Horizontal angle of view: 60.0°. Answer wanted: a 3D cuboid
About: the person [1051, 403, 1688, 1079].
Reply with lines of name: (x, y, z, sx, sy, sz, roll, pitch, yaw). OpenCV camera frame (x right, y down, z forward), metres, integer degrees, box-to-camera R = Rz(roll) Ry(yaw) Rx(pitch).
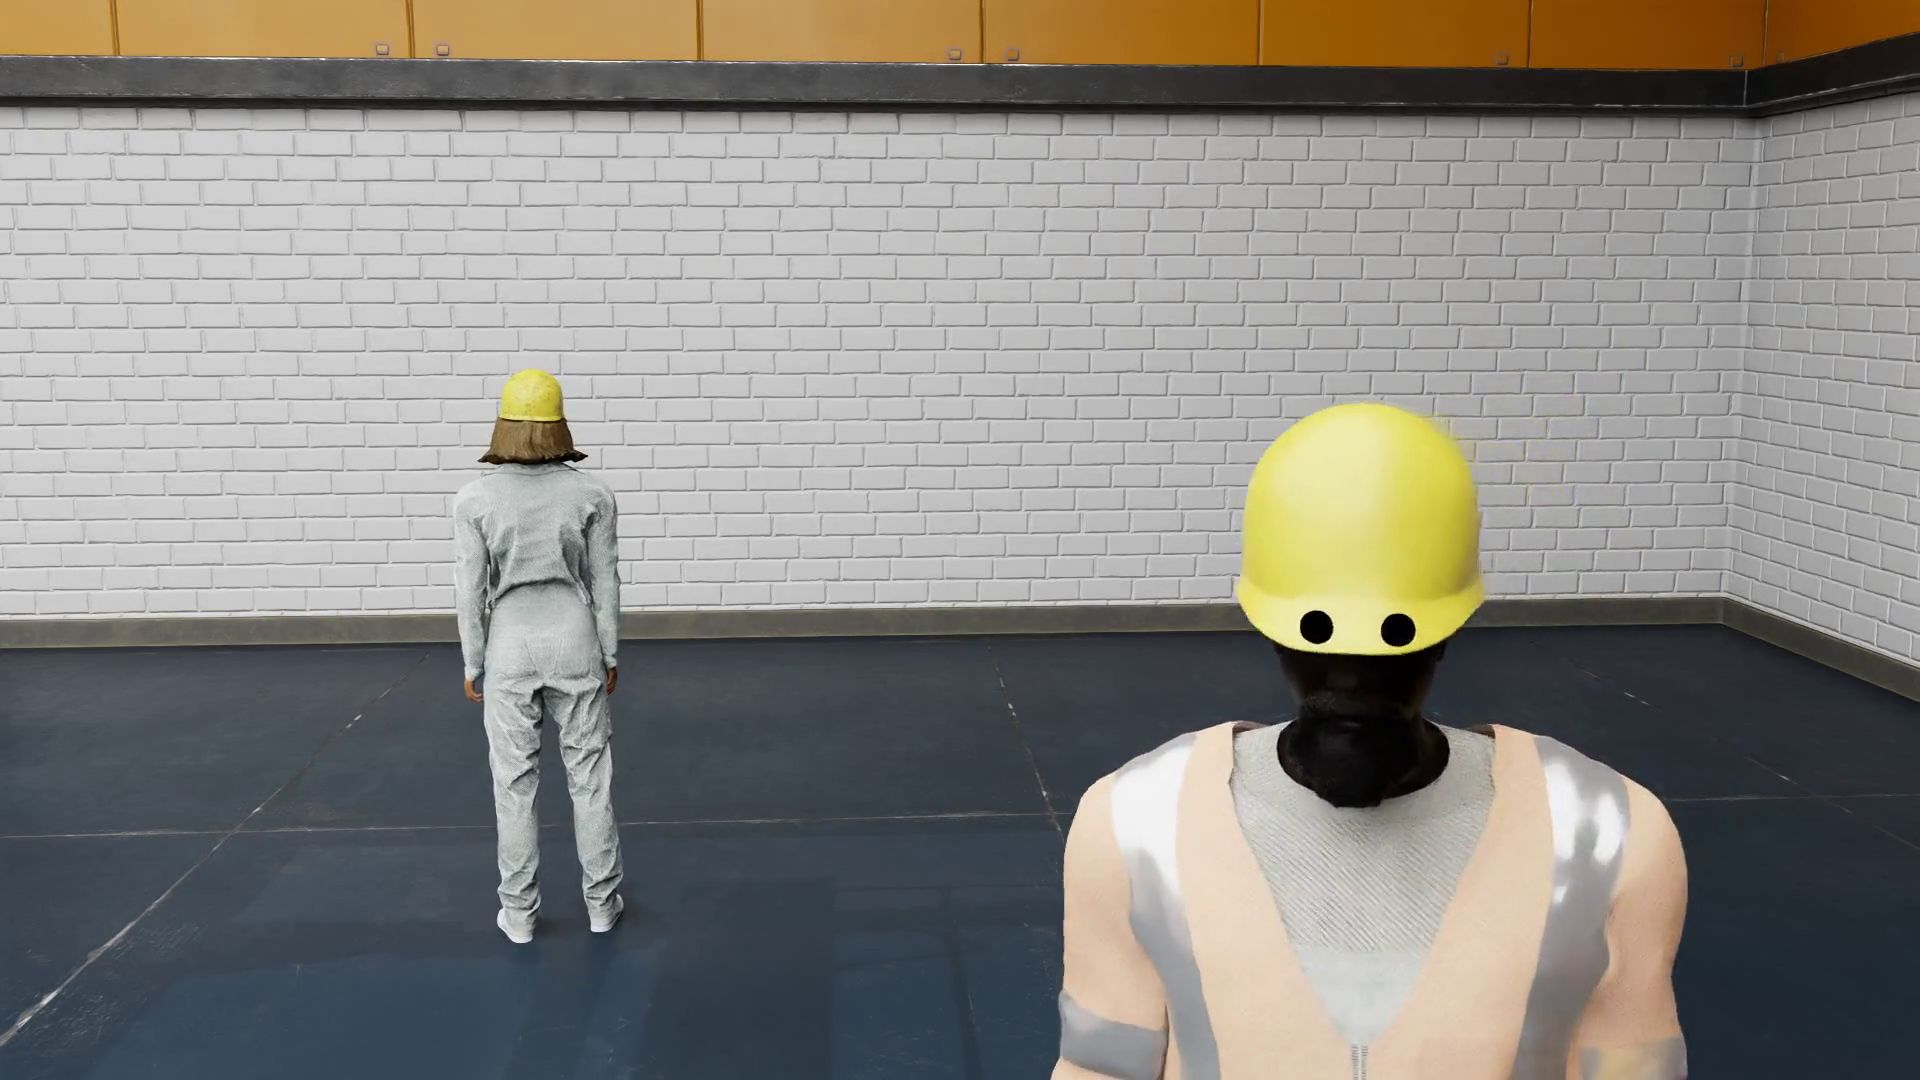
person: (0.376, 0.816, 1.637, 0.617, 1.906, 0.422, 3, 9, 16)

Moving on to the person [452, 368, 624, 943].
person: (-1.276, 0.353, 5.073, 0.487, 1.744, 0.312, -2, 9, -15)
